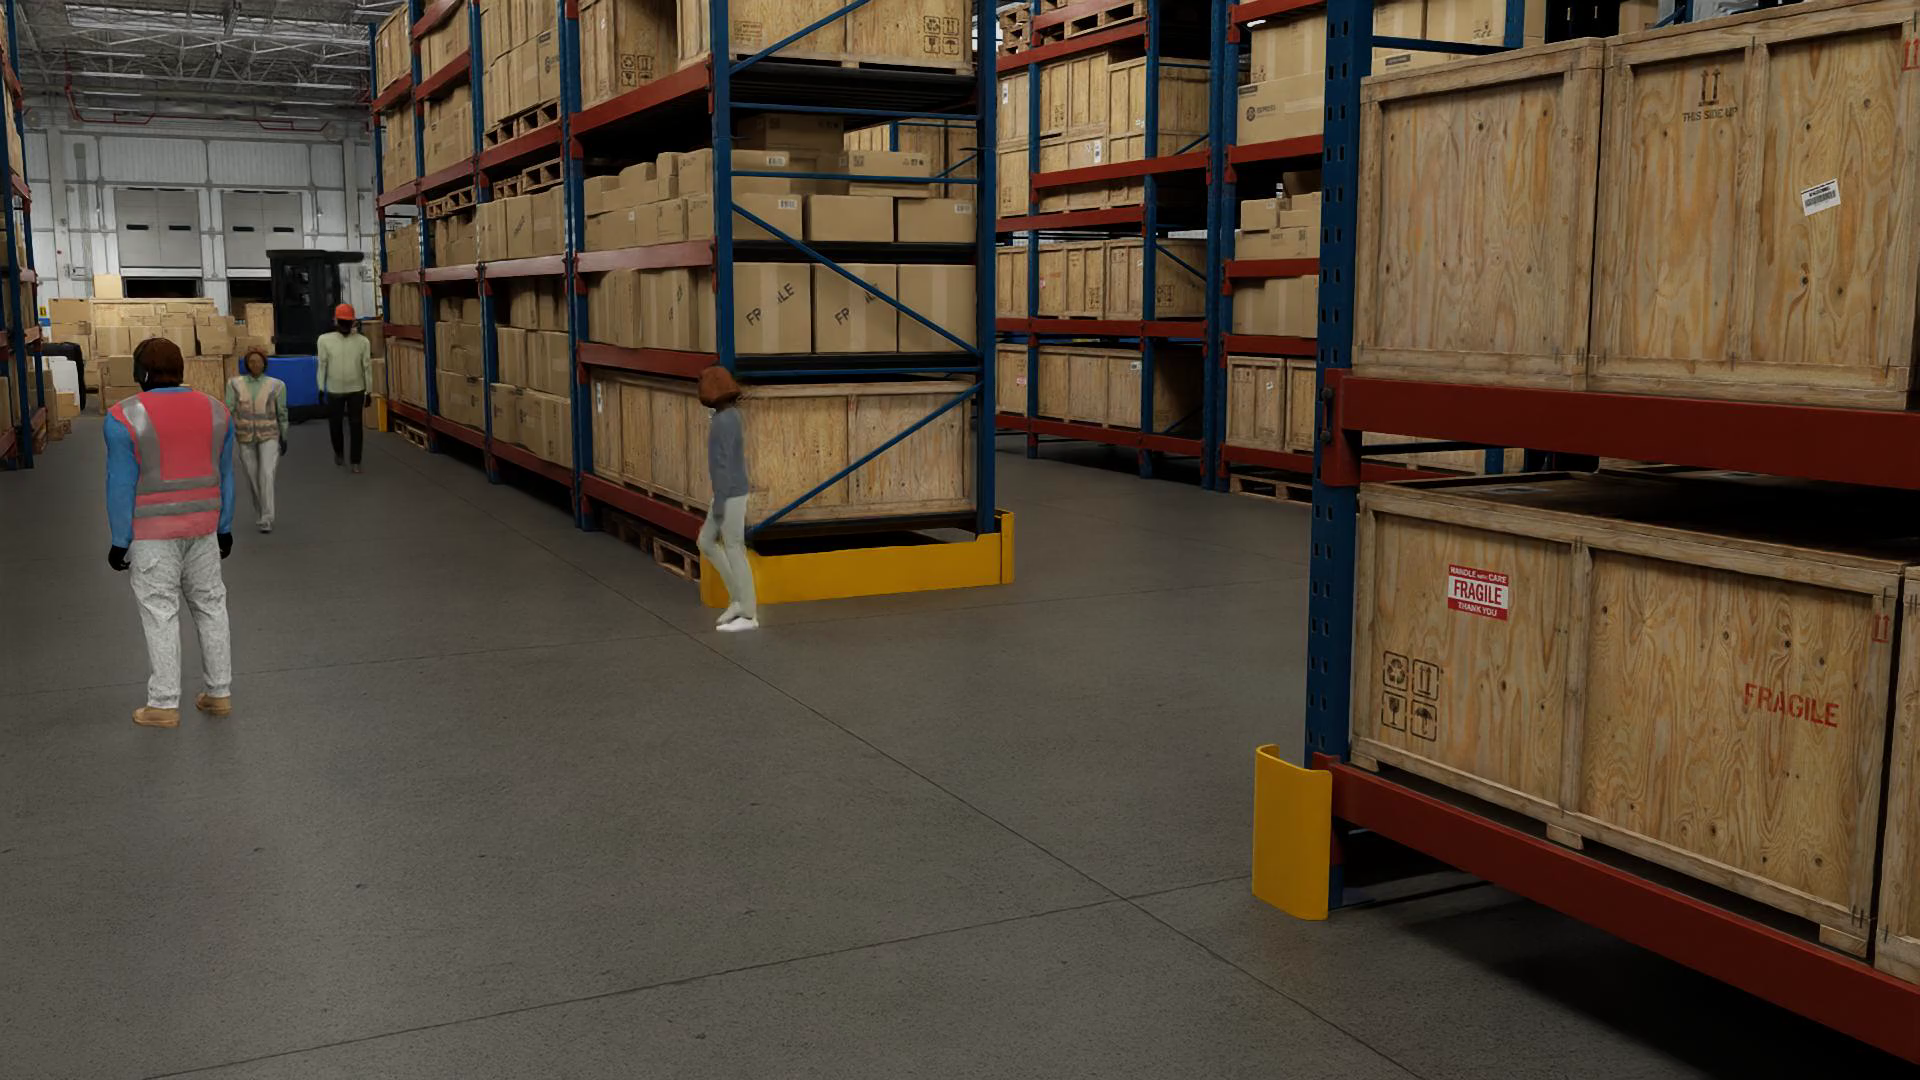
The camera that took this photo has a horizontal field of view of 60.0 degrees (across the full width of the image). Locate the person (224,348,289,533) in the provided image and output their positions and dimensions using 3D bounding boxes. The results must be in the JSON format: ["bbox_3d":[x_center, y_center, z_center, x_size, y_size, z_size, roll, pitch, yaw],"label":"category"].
[{"bbox_3d":[-6.172,-0.894,14.625,0.515,1.602,0.834,-2,8,-12],"label":"person"}]

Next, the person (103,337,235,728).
[{"bbox_3d":[-3.754,-0.037,7.909,0.429,1.841,0.633,5,10,33],"label":"person"}]

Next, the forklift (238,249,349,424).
[{"bbox_3d":[-10.795,-3.352,27.200,1.129,2.768,1.873,3,9,19],"label":"forklift"}]

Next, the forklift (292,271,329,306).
[{"bbox_3d":[-18.631,-6.347,47.856,1.873,2.768,1.129,8,12,44],"label":"forklift"}]

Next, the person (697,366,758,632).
[{"bbox_3d":[-1.412,-0.246,10.100,0.402,1.607,0.609,-1,8,-6],"label":"person"}]

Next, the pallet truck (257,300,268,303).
[{"bbox_3d":[-23.913,-7.404,58.171,1.885,1.965,0.823,-1,8,-9],"label":"pallet truck"}]

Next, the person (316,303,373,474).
[{"bbox_3d":[-7.143,-1.763,19.338,0.629,1.978,0.618,-3,9,-22],"label":"person"}]
